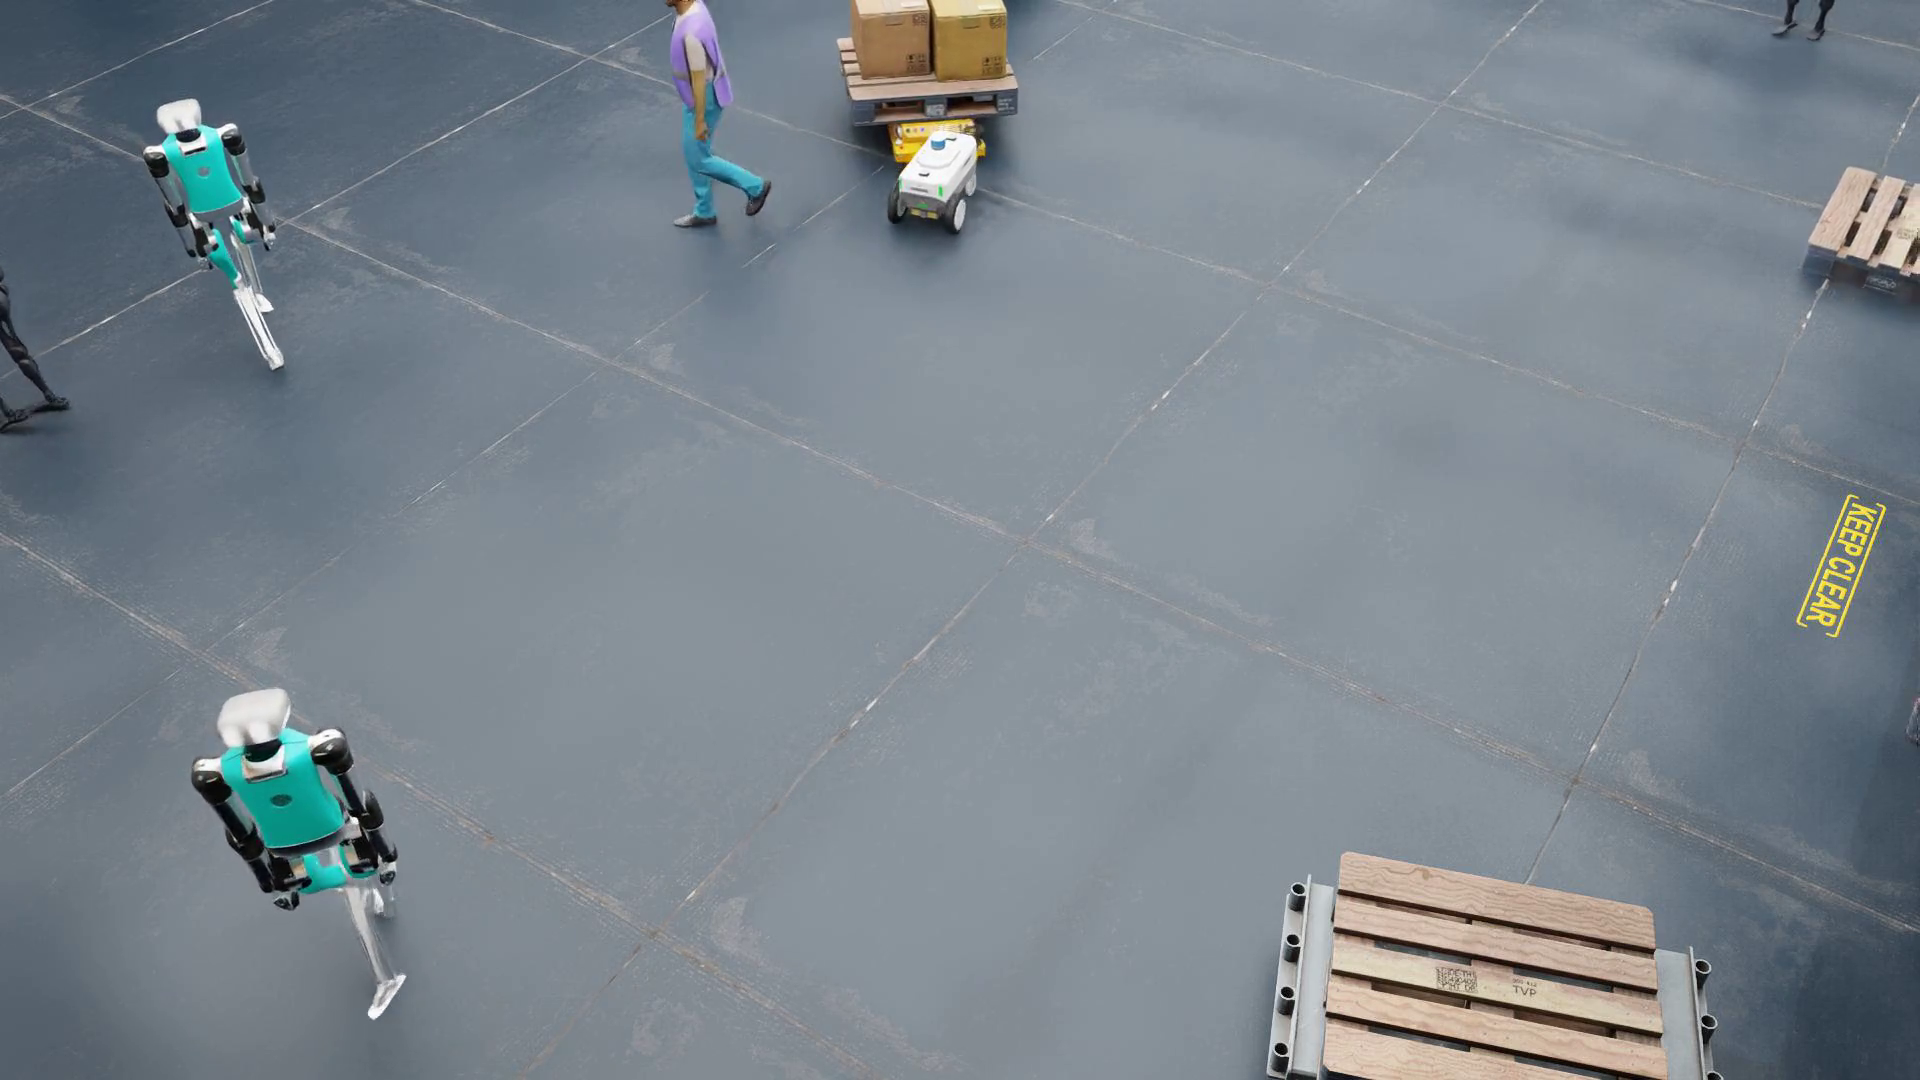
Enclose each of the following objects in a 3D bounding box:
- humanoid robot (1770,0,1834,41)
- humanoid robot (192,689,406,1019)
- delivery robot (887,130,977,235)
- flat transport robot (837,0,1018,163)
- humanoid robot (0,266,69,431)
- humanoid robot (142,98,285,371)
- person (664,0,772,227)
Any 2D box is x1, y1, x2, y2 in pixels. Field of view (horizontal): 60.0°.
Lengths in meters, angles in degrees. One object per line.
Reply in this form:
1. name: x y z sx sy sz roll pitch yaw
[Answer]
1. humanoid robot: 6.857 -4.733 13.018 0.394 1.649 0.599 -31 50 -30
2. humanoid robot: -2.486 1.093 6.514 0.565 1.841 0.802 -10 43 -12
3. delivery robot: -0.158 -2.451 11.321 0.499 0.613 0.797 14 44 15
4. flat transport robot: -0.248 -3.260 12.427 0.659 0.231 1.431 -6 42 -7
5. humanoid robot: -5.473 -1.348 9.230 0.448 1.644 0.616 -6 42 -7
6. humanoid robot: -4.372 -1.883 9.825 0.564 1.757 1.064 -21 46 -22
7. person: -1.632 -2.868 10.839 0.601 1.807 0.588 -8 42 -9
